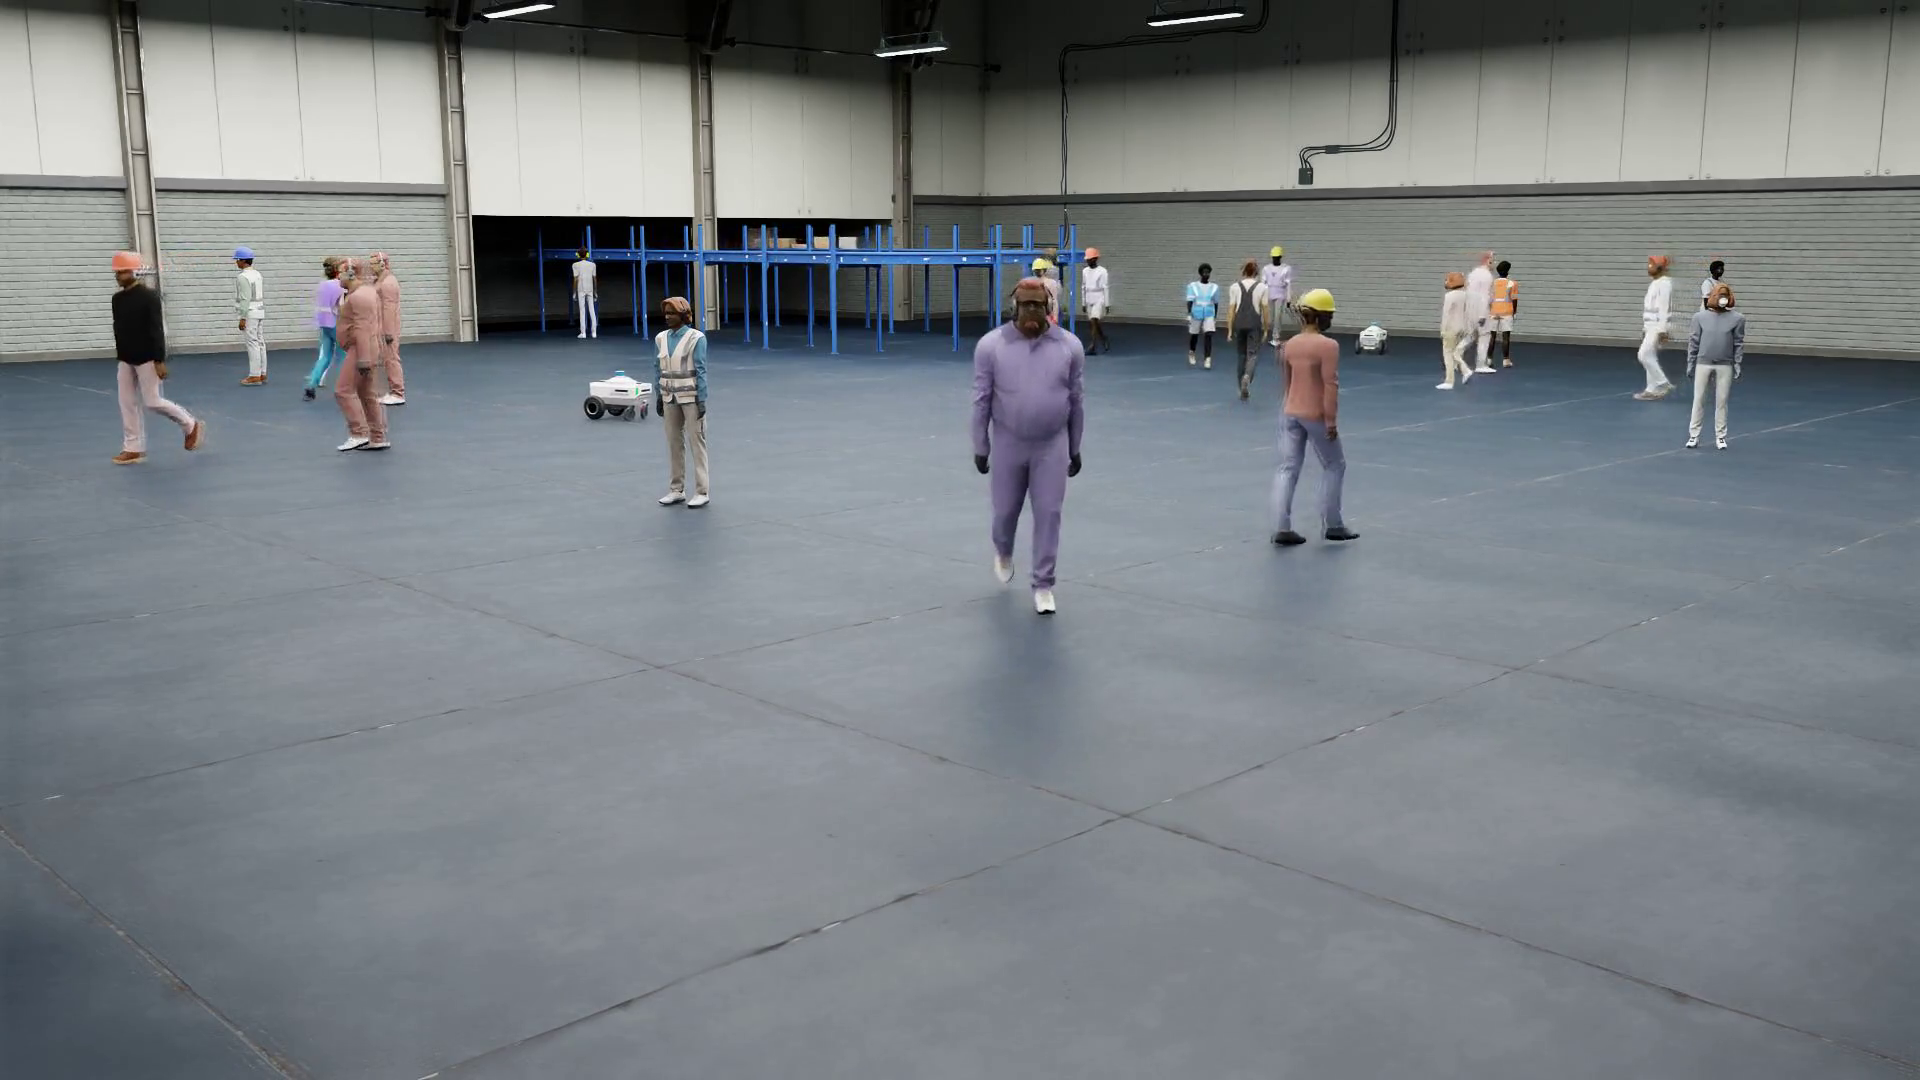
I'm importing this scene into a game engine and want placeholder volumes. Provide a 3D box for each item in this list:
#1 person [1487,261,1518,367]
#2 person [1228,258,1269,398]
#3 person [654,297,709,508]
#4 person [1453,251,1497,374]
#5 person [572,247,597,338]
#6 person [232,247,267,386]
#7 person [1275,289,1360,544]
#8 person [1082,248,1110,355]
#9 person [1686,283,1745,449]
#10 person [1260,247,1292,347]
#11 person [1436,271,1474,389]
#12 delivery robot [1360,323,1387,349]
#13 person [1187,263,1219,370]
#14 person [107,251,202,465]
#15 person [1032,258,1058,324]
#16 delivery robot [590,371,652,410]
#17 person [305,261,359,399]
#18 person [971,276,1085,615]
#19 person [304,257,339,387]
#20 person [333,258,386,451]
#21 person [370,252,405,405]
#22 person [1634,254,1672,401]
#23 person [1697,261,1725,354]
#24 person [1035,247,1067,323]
[{"bbox_3d":[8.724,-3.638,26.806,0.540,1.696,0.316,7,13,35],"label":"person"},{"bbox_3d":[3.724,-2.737,21.572,0.518,1.828,0.701,4,11,21],"label":"person"},{"bbox_3d":[-2.180,-1.083,13.051,0.515,1.635,0.313,6,12,29],"label":"person"},{"bbox_3d":[7.924,-3.508,25.648,0.691,1.874,0.667,-1,10,-6],"label":"person"},{"bbox_3d":[-7.770,-5.116,34.415,0.519,1.865,0.335,-5,12,-27],"label":"person"},{"bbox_3d":[-10.086,-3.183,23.637,0.384,1.949,0.605,-1,10,-4],"label":"person"},{"bbox_3d":[2.476,-0.839,11.412,0.721,1.742,0.562,-6,12,-30],"label":"person"},{"bbox_3d":[2.473,-4.277,29.763,0.588,1.902,0.835,10,14,44],"label":"person"},{"bbox_3d":[7.524,-1.734,16.586,0.507,1.636,0.274,5,11,24],"label":"person"},{"bbox_3d":[5.935,-4.595,31.518,0.606,1.883,0.941,7,13,34],"label":"person"},{"bbox_3d":[6.813,-2.885,22.914,0.403,1.622,0.506,9,14,41],"label":"person"},{"bbox_3d":[7.444,-3.666,29.934,0.477,0.478,0.707,5,12,27],"label":"delivery robot"},{"bbox_3d":[3.864,-3.585,26.558,0.530,1.675,0.760,0,10,1],"label":"person"},{"bbox_3d":[-7.638,-1.721,15.621,0.623,1.969,0.790,5,12,26],"label":"person"},{"bbox_3d":[1.266,-3.492,25.832,0.548,1.751,0.399,7,13,35],"label":"person"},{"bbox_3d":[-3.944,-1.727,19.358,0.707,0.478,0.477,5,11,24],"label":"delivery robot"},{"bbox_3d":[-8.164,-2.721,21.550,0.603,1.801,0.702,7,13,35],"label":"person"},{"bbox_3d":[0.392,-0.566,9.555,0.650,1.887,0.736,-1,10,-3],"label":"person"},{"bbox_3d":[-8.707,-3.018,23.131,0.641,1.791,0.958,5,11,24],"label":"person"},{"bbox_3d":[-5.963,-1.806,16.302,0.618,1.884,0.674,-3,11,-16],"label":"person"},{"bbox_3d":[-7.242,-2.660,20.941,0.401,1.899,0.636,-5,11,-23],"label":"person"},{"bbox_3d":[8.889,-2.722,21.338,0.418,1.866,0.599,2,11,9],"label":"person"},{"bbox_3d":[12.476,-3.780,27.597,0.531,1.692,0.321,-7,12,-33],"label":"person"},{"bbox_3d":[1.567,-4.041,28.463,0.977,1.892,0.644,-4,11,-19],"label":"person"}]
